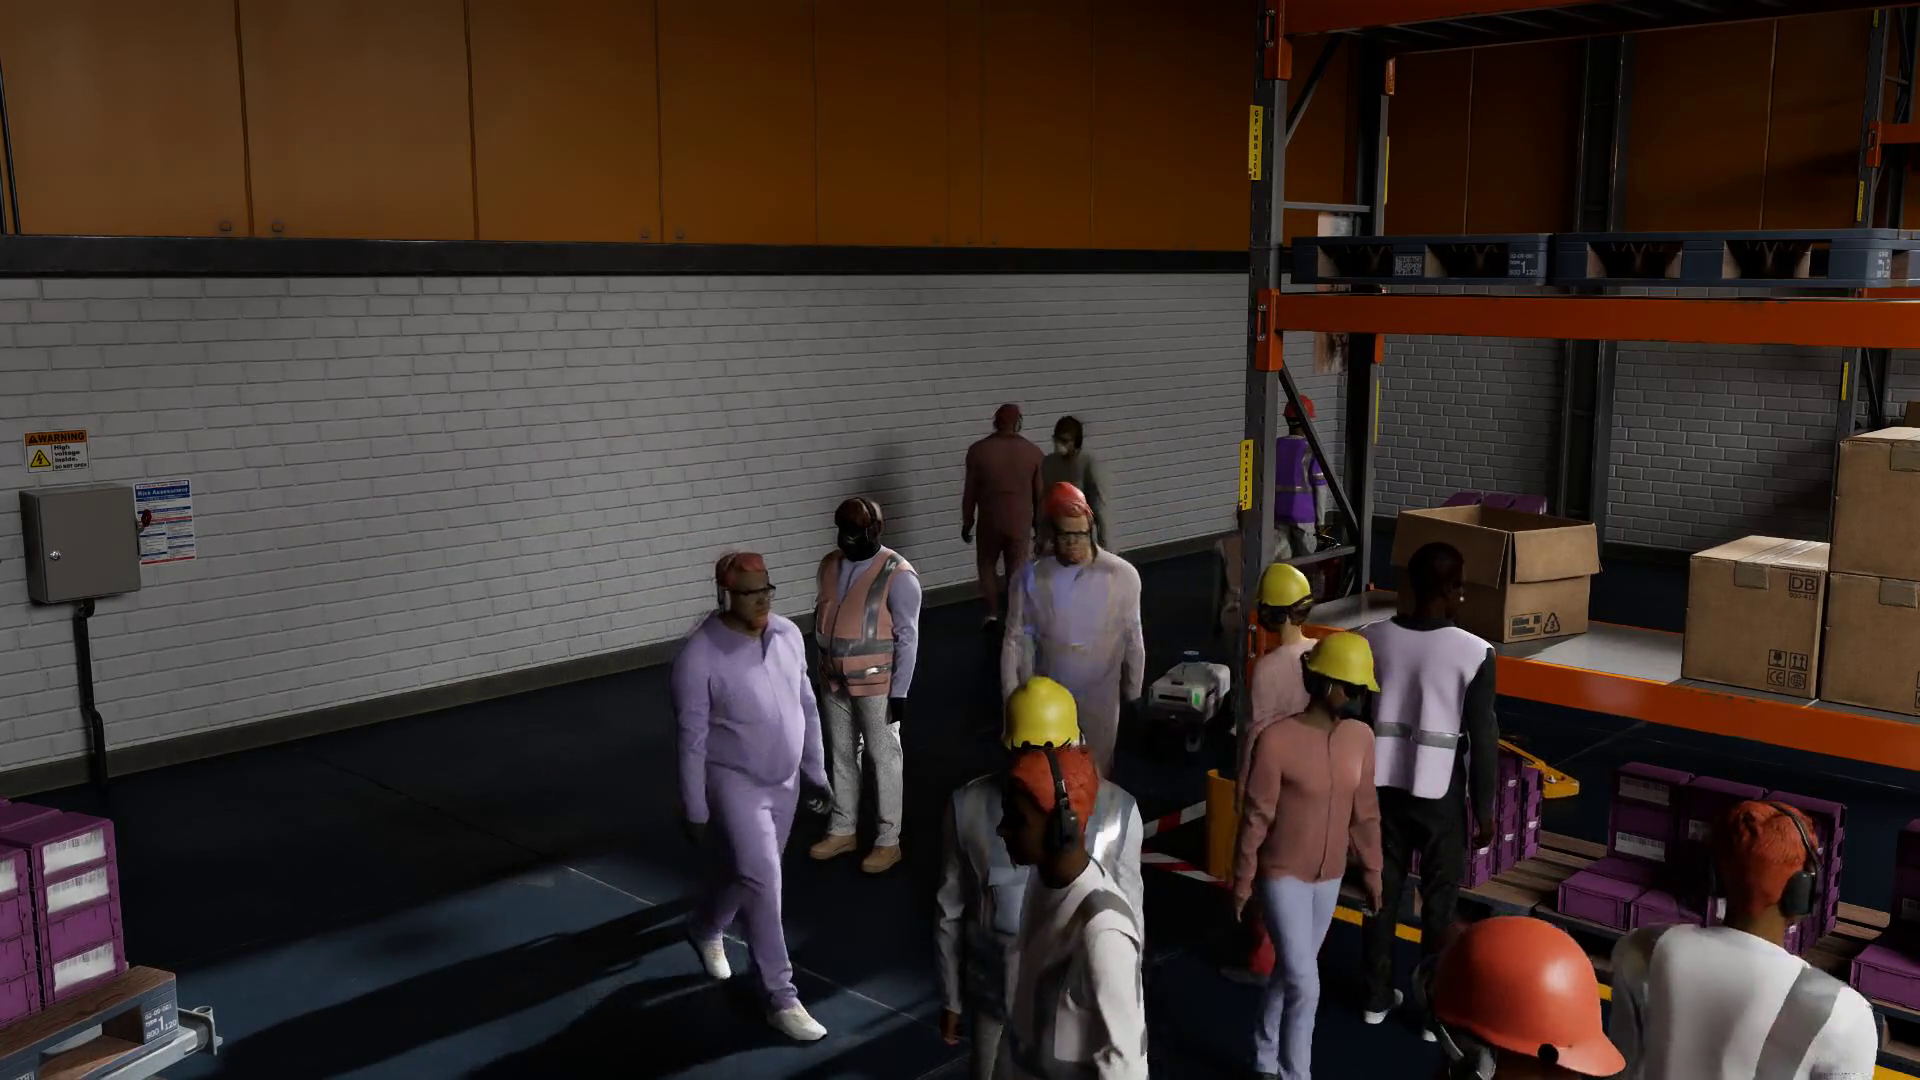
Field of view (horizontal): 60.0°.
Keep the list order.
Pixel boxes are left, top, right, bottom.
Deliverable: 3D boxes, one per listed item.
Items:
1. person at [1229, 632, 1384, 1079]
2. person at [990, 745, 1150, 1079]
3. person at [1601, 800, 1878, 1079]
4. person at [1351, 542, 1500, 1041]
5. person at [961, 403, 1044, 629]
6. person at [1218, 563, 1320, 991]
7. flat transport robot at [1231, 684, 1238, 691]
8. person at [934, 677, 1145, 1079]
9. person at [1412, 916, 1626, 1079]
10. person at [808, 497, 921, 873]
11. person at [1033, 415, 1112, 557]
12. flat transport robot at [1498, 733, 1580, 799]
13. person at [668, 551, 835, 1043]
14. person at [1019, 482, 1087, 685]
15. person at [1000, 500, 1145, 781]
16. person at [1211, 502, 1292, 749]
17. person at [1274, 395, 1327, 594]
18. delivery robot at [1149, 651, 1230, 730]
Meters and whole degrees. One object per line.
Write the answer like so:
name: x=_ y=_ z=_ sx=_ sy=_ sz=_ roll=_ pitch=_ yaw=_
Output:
person: x=1.228 y=1.172 z=5.635 sx=0.549 sy=1.729 sz=0.731 roll=-5 pitch=11 yaw=-30
person: x=0.163 y=1.390 z=3.931 sx=0.730 sy=1.856 sz=0.592 roll=-1 pitch=9 yaw=-6
person: x=1.529 y=1.475 z=3.458 sx=0.657 sy=1.857 sz=0.589 roll=-7 pitch=11 yaw=-35
person: x=1.765 y=0.961 z=6.396 sx=0.592 sy=1.916 sz=0.375 roll=9 pitch=13 yaw=42
person: x=0.351 y=-0.161 z=13.366 sx=0.691 sy=1.878 sz=0.478 roll=0 pitch=9 yaw=0
person: x=1.311 y=0.969 z=6.827 sx=0.525 sy=1.768 sz=0.332 roll=-9 pitch=13 yaw=-43
flat transport robot: x=2.198 y=1.142 z=10.323 sx=0.652 sy=0.197 sz=1.431 roll=-2 pitch=9 yaw=-10
person: x=0.225 y=1.276 z=4.724 sx=0.600 sy=1.830 sz=0.404 roll=0 pitch=9 yaw=2
person: x=0.737 y=1.519 z=2.903 sx=0.627 sy=1.956 sz=0.897 roll=-6 pitch=11 yaw=-31
person: x=-0.495 y=0.704 z=8.205 sx=0.626 sy=1.844 sz=0.429 roll=7 pitch=11 yaw=36
person: x=0.899 y=-0.006 z=12.465 sx=0.907 sy=1.903 sz=0.652 roll=-6 pitch=11 yaw=-35
flat transport robot: x=2.668 y=1.298 z=9.367 sx=1.431 sy=0.197 sz=0.652 roll=-2 pitch=10 yaw=-13
person: x=-0.855 y=0.952 z=6.578 sx=0.919 sy=1.877 sz=0.636 roll=7 pitch=11 yaw=36
person: x=0.510 y=0.664 z=8.205 sx=0.564 sy=1.917 sz=0.567 roll=-2 pitch=9 yaw=-11
person: x=0.524 y=0.739 z=7.930 sx=0.677 sy=1.851 sz=0.980 roll=2 pitch=9 yaw=10
person: x=1.714 y=0.523 z=10.044 sx=0.537 sy=1.607 sz=0.718 roll=7 pitch=11 yaw=36
person: x=2.710 y=-0.200 z=13.451 sx=0.542 sy=1.939 sz=0.368 roll=7 pitch=12 yaw=36
delivery robot: x=1.441 y=0.939 z=10.412 sx=0.477 sy=0.478 sz=0.707 roll=4 pitch=10 yaw=25
